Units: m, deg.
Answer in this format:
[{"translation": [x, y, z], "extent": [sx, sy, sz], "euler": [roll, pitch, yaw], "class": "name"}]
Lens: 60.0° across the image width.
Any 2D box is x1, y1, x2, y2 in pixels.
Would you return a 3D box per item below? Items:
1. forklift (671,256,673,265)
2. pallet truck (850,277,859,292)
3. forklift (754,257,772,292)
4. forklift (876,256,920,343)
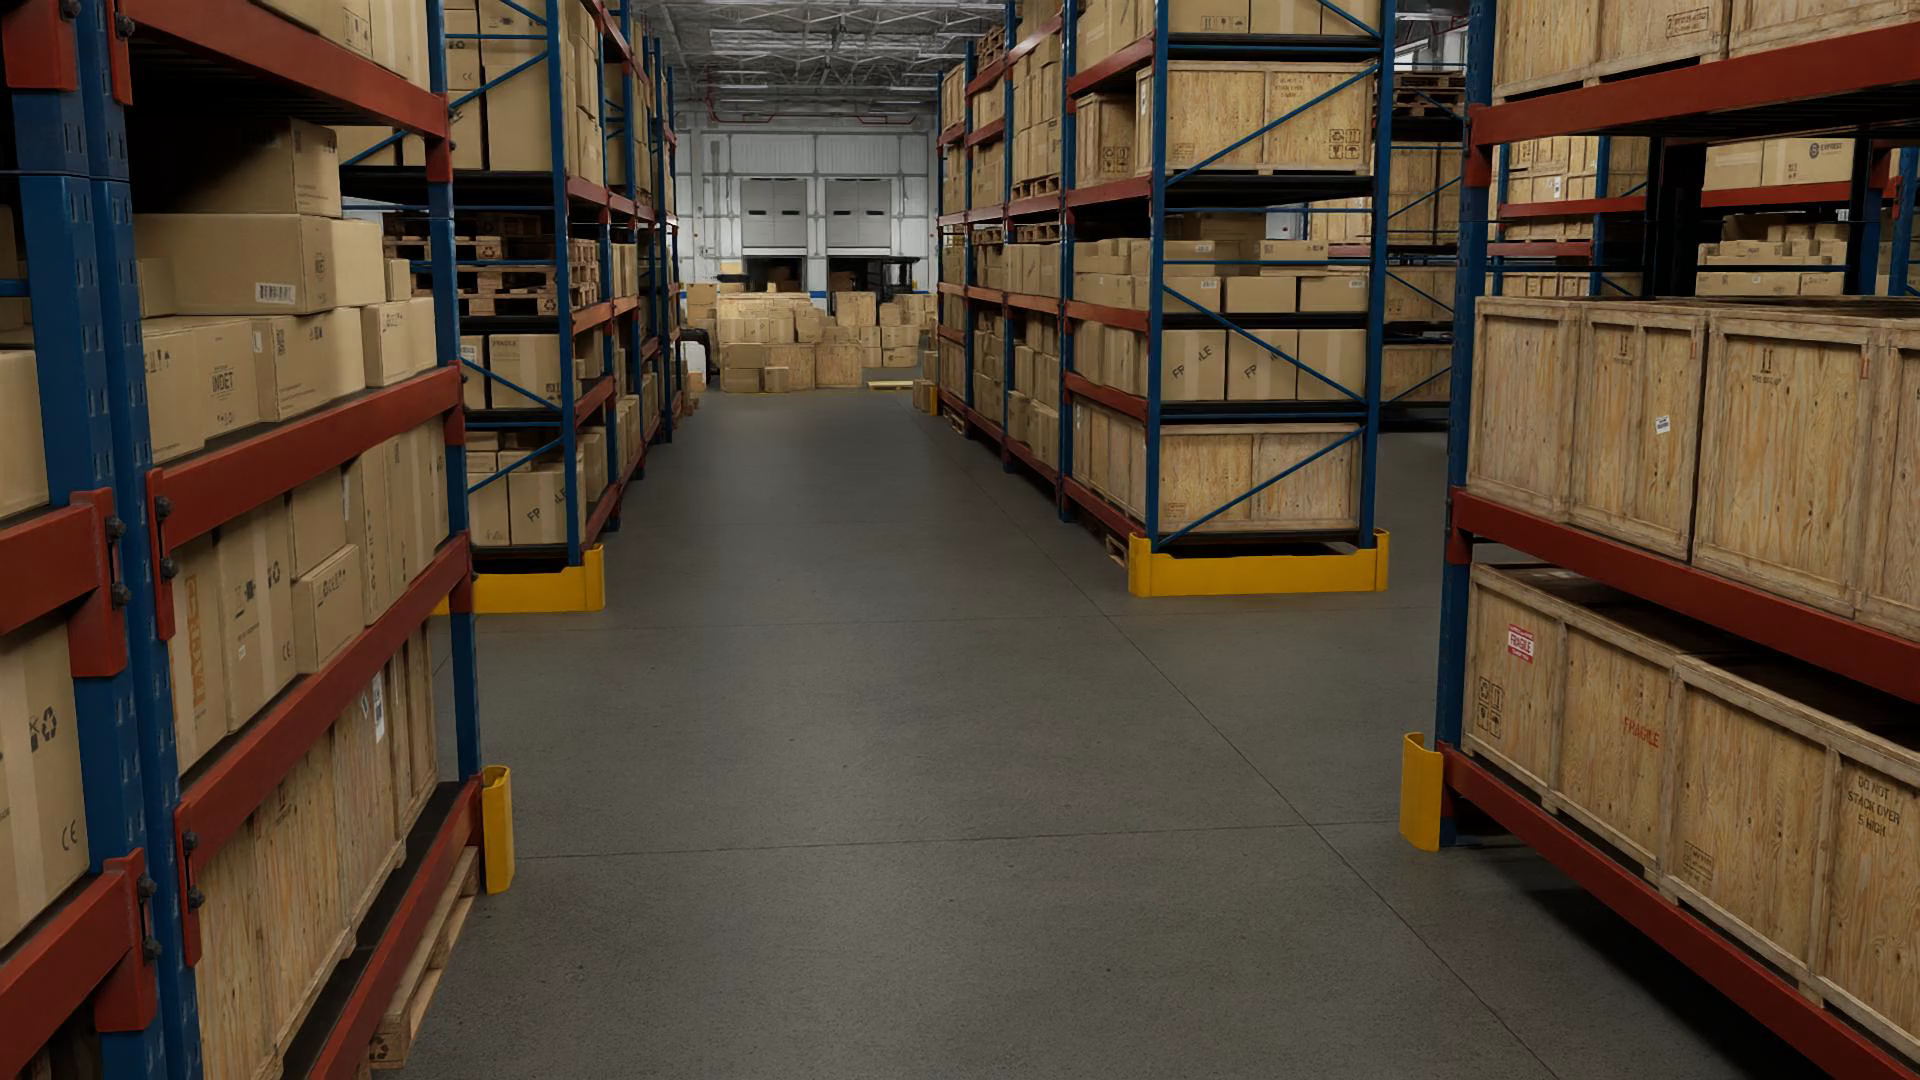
[{"translation": [-11.189, -9.344, 62.964], "extent": [1.129, 2.768, 1.873], "euler": [-1, 10, -7], "class": "forklift"}, {"translation": [-3.782, -9.391, 65.808], "extent": [1.885, 1.965, 0.823], "euler": [2, 10, 10], "class": "pallet truck"}, {"translation": [-4.657, -5.260, 39.190], "extent": [1.873, 2.768, 1.129], "euler": [-1, 10, -8], "class": "forklift"}, {"translation": [-2.206, -7.869, 54.379], "extent": [1.129, 2.768, 1.873], "euler": [-5, 11, -26], "class": "forklift"}]
